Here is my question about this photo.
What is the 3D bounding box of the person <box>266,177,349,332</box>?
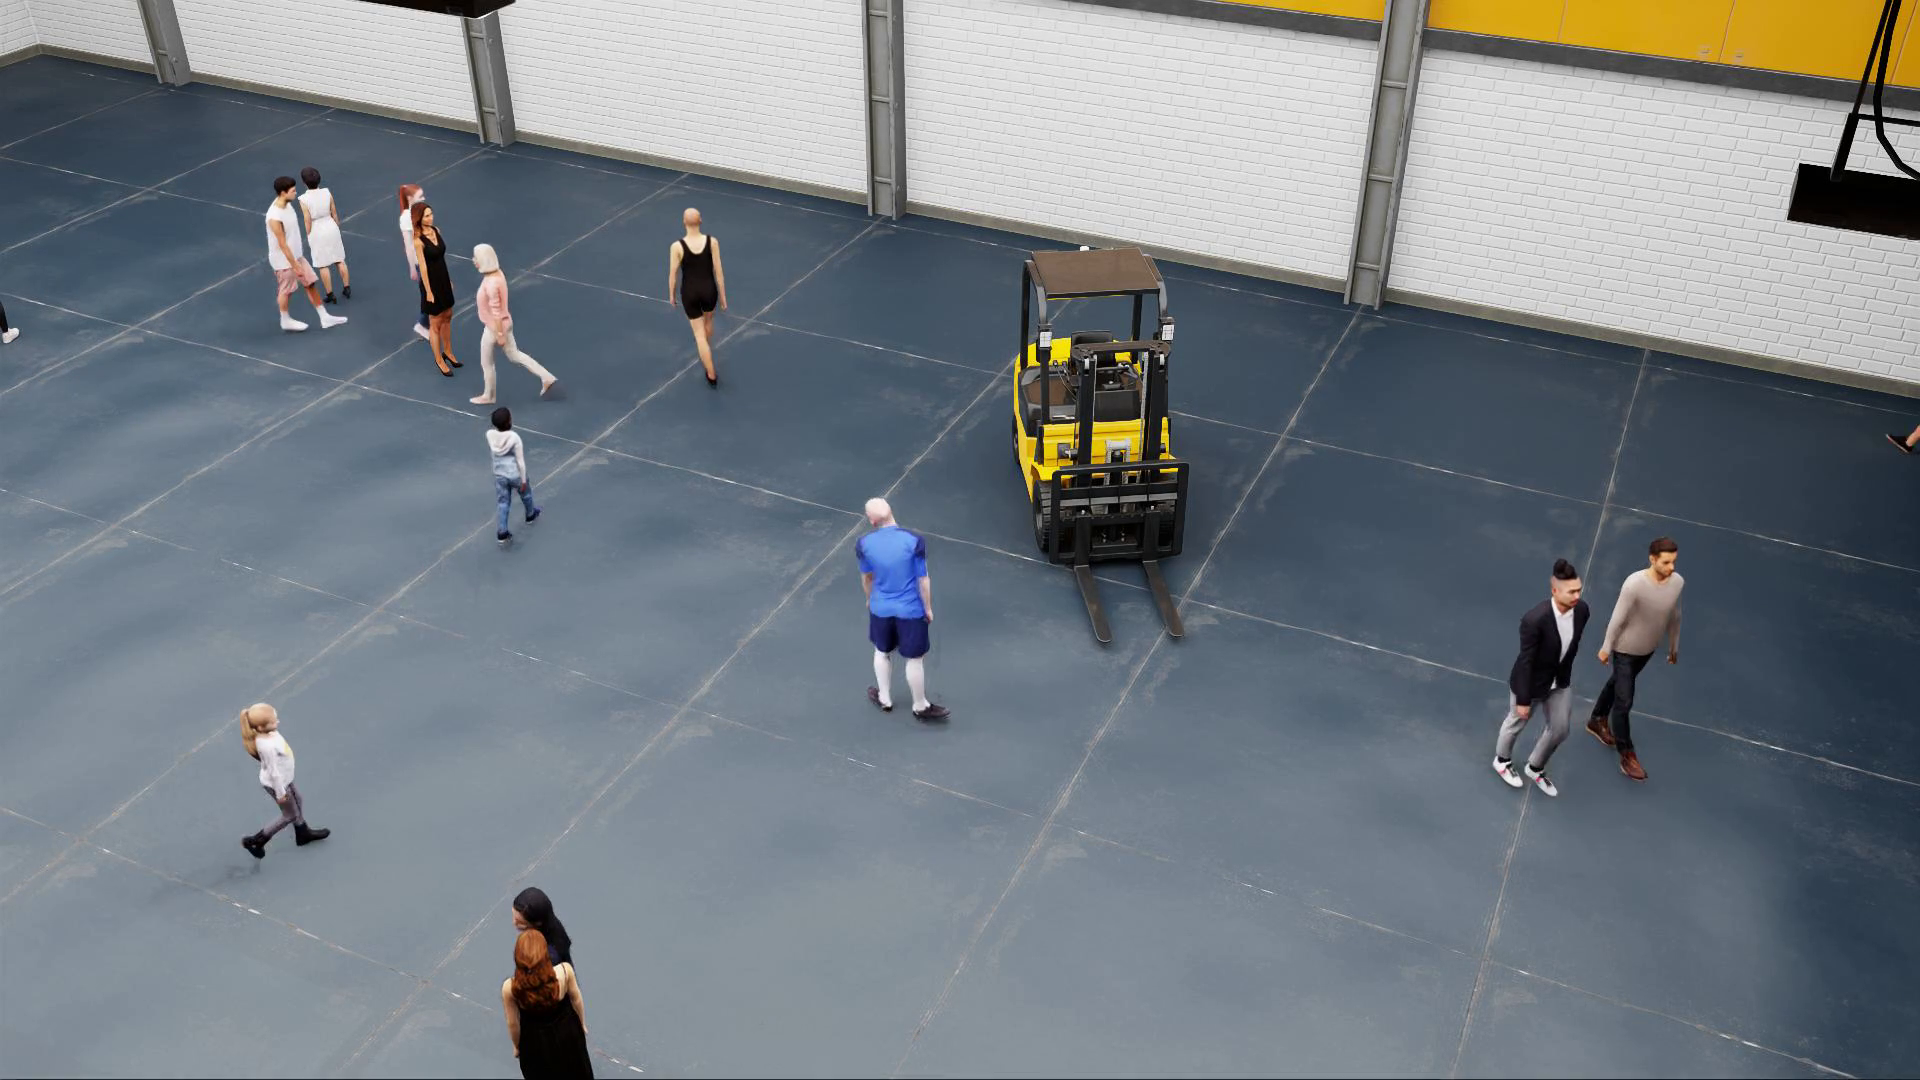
[{"bbox_3d":[-7.173,-2.974,17.529,1.064,1.732,0.885,0,34,0],"label":"person"}]

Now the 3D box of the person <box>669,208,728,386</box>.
[{"bbox_3d":[-2.588,-2.387,16.615,1.133,1.765,1.213,-13,36,-18],"label":"person"}]

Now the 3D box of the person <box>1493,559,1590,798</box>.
[{"bbox_3d":[3.955,0.896,11.525,0.878,1.933,0.940,-10,35,-15],"label":"person"}]

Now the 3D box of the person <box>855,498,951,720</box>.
[{"bbox_3d":[-0.417,0.535,12.178,0.581,1.811,0.972,16,37,22],"label":"person"}]

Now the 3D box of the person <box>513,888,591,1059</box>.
[{"bbox_3d":[-2.224,2.551,9.219,0.741,1.729,0.692,-9,35,-13],"label":"person"}]

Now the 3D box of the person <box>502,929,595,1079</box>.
[{"bbox_3d":[-2.230,2.723,9.055,0.670,1.624,0.723,-14,36,-20],"label":"person"}]

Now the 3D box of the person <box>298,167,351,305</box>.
[{"bbox_3d":[-6.987,-3.351,18.255,0.608,1.556,0.621,27,42,34],"label":"person"}]

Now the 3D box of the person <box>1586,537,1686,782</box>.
[{"bbox_3d":[4.764,0.713,11.878,1.042,1.846,1.100,-11,35,-16],"label":"person"}]

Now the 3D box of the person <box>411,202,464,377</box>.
[{"bbox_3d":[-5.278,-2.533,16.773,0.575,1.834,0.616,8,35,12],"label":"person"}]

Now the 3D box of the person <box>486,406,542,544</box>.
[{"bbox_3d":[-3.918,-0.554,14.327,0.858,1.246,0.710,5,34,7],"label":"person"}]

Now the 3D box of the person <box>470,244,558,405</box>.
[{"bbox_3d":[-4.426,-2.090,16.233,1.176,1.693,0.990,-4,34,-7],"label":"person"}]

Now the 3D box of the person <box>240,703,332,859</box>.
[{"bbox_3d":[-4.594,1.614,11.048,0.820,1.264,0.784,-15,37,-22],"label":"person"}]

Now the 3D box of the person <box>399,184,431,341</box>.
[{"bbox_3d":[-5.720,-2.884,17.401,0.732,1.724,0.679,-2,34,-3],"label":"person"}]
